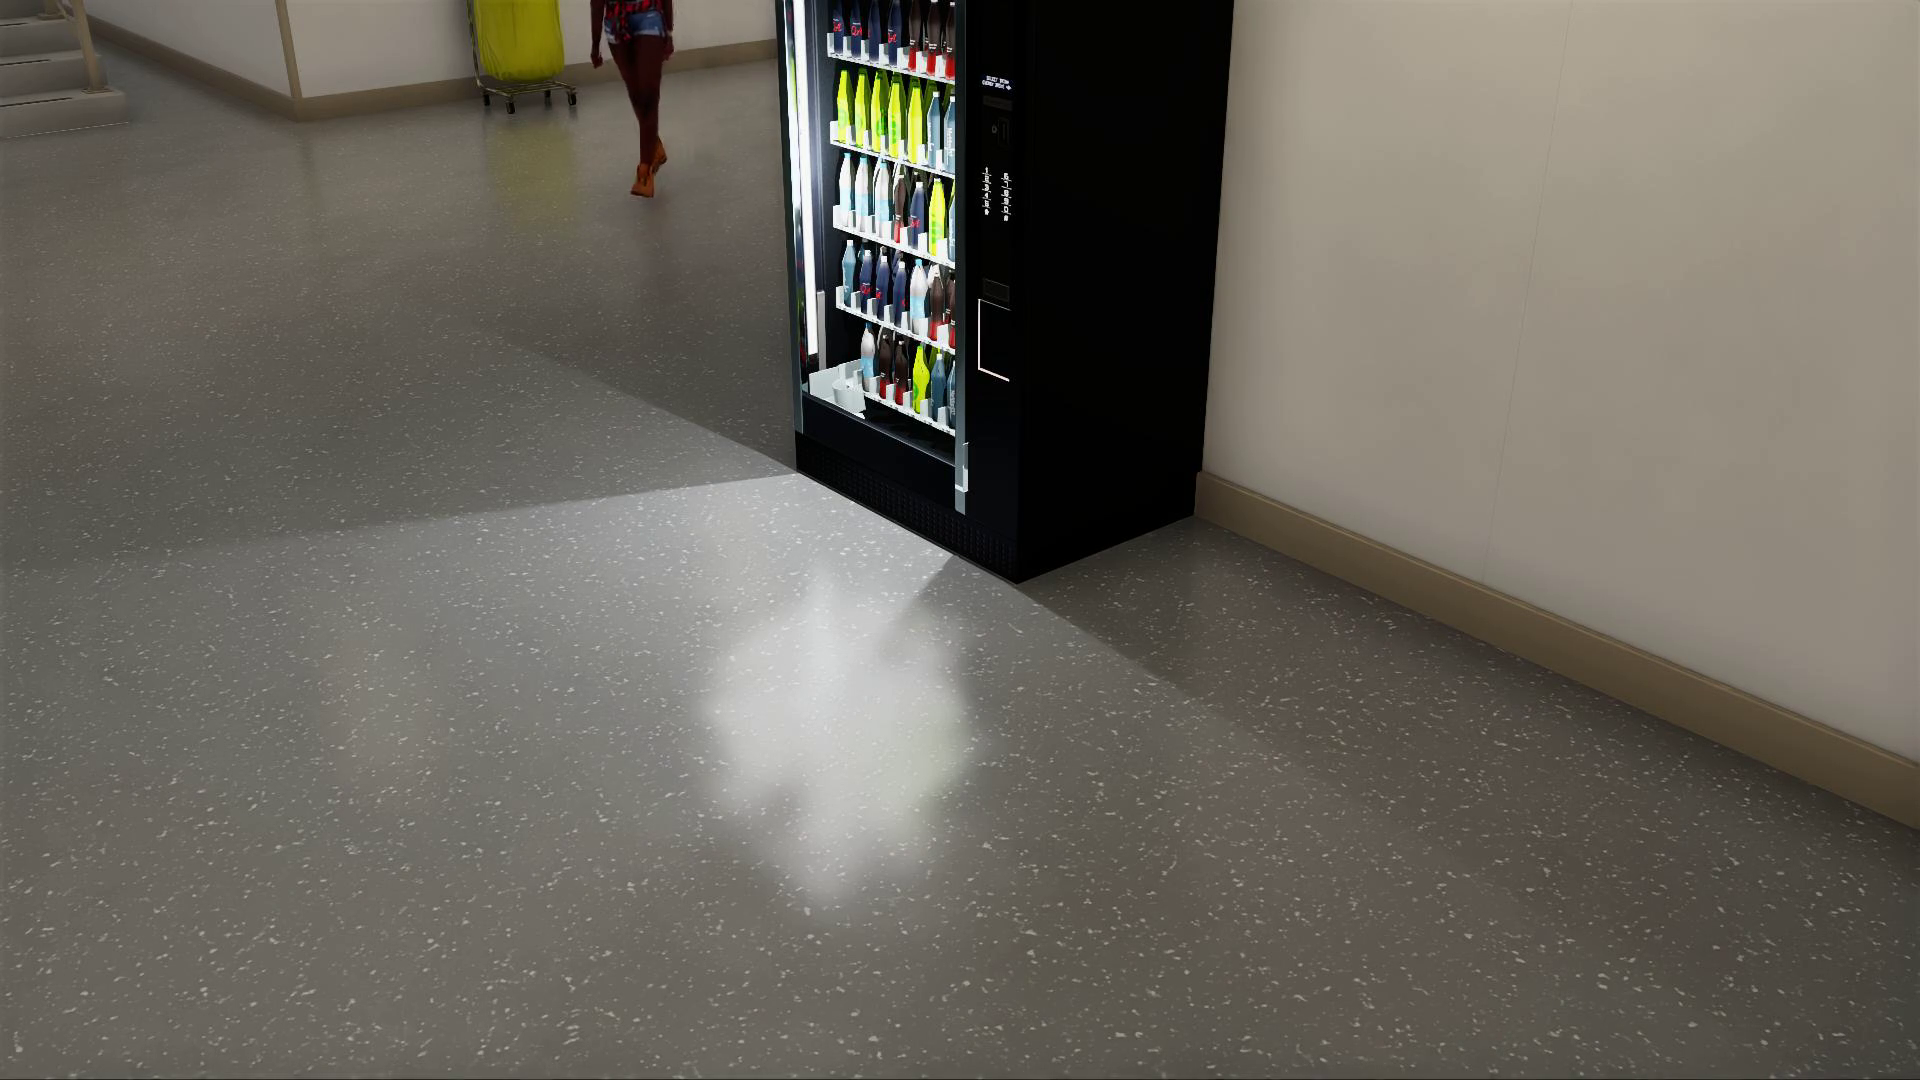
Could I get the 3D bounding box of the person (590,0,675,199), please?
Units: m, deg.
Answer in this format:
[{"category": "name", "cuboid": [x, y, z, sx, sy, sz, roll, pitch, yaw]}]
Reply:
[{"category": "person", "cuboid": [-1.842, -2.855, 9.546, 1.164, 1.679, 1.181, 4, 26, 7]}]
